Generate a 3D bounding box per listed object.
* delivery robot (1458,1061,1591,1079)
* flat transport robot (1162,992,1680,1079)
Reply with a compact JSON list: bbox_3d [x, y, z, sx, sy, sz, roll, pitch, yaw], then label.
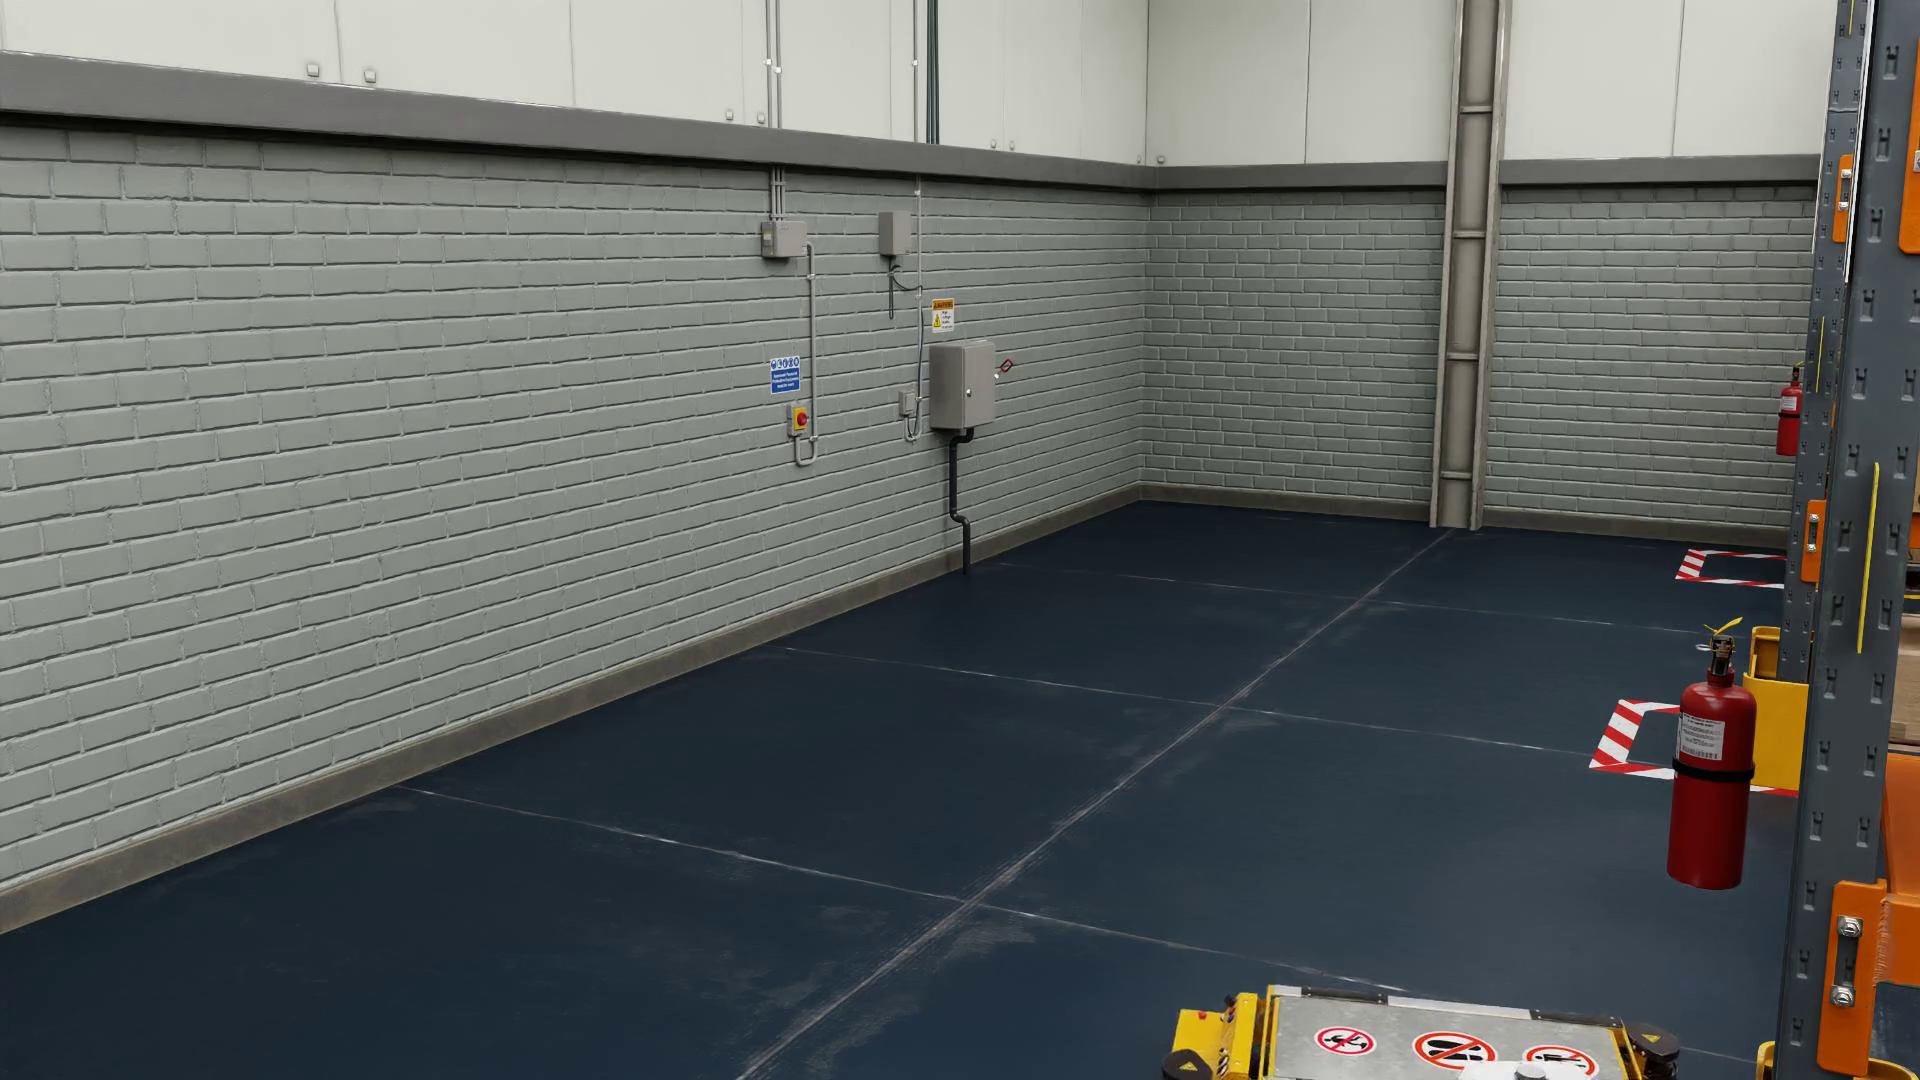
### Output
[{"bbox_3d":[1.420,1.490,3.919,0.477,0.478,0.707,0,10,1],"label":"delivery robot"},{"bbox_3d":[1.313,1.532,4.718,1.431,0.197,0.652,2,11,13],"label":"flat transport robot"}]
